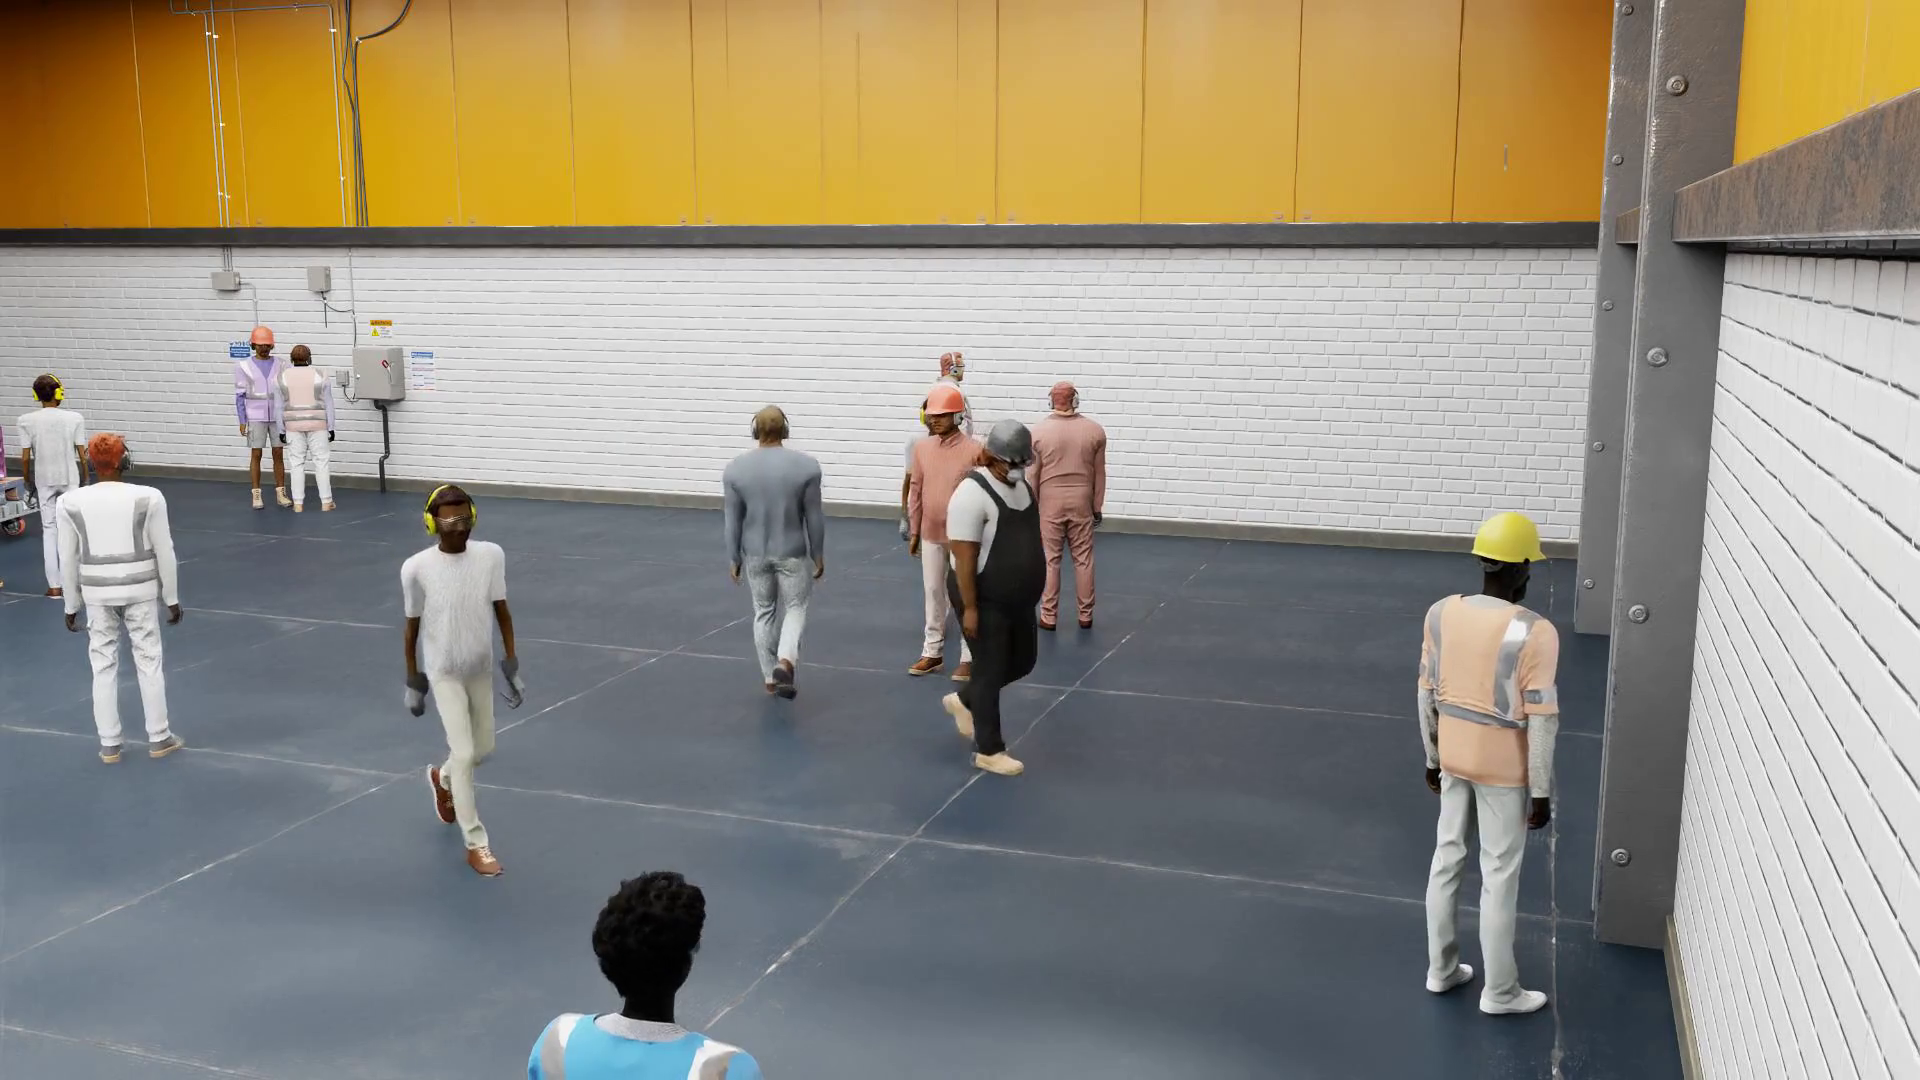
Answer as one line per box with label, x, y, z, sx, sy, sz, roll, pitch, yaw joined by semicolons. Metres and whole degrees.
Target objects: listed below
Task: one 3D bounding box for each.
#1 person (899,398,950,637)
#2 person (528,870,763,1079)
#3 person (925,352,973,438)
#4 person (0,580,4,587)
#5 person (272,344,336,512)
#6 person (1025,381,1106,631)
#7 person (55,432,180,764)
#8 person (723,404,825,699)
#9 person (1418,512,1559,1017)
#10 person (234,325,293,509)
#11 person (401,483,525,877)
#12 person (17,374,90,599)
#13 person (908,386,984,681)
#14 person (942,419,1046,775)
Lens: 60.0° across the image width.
person;-0.176;-0.203;12.636;0.555;1.812;0.960;1;10;4
person;-0.606;1.493;3.378;0.541;1.696;0.315;4;11;20
person;-0.072;-0.852;15.990;0.406;1.911;0.636;-5;11;-26
person;-8.340;-0.525;13.930;0.392;1.986;0.610;-2;10;-10
person;-7.181;-1.223;18.271;0.625;1.844;0.429;-3;10;-15
person;0.784;-0.259;12.666;0.642;1.905;0.399;-2;10;-11
person;-4.758;0.329;9.436;0.605;1.877;0.356;-4;11;-19
person;-1.186;0.097;10.602;0.641;1.927;0.648;0;10;1
person;2.022;0.848;6.366;0.388;1.927;0.589;-7;12;-34
person;-7.719;-1.366;18.516;0.607;2.040;0.370;-7;12;-36
person;-2.397;0.621;7.912;0.518;1.837;0.780;-9;14;-42
person;-7.500;-0.442;13.810;0.513;1.866;0.331;-5;11;-27
person;-0.082;-0.045;11.199;0.623;1.992;0.392;6;12;29
person;0.176;0.271;9.292;0.660;2.000;0.723;8;13;36
